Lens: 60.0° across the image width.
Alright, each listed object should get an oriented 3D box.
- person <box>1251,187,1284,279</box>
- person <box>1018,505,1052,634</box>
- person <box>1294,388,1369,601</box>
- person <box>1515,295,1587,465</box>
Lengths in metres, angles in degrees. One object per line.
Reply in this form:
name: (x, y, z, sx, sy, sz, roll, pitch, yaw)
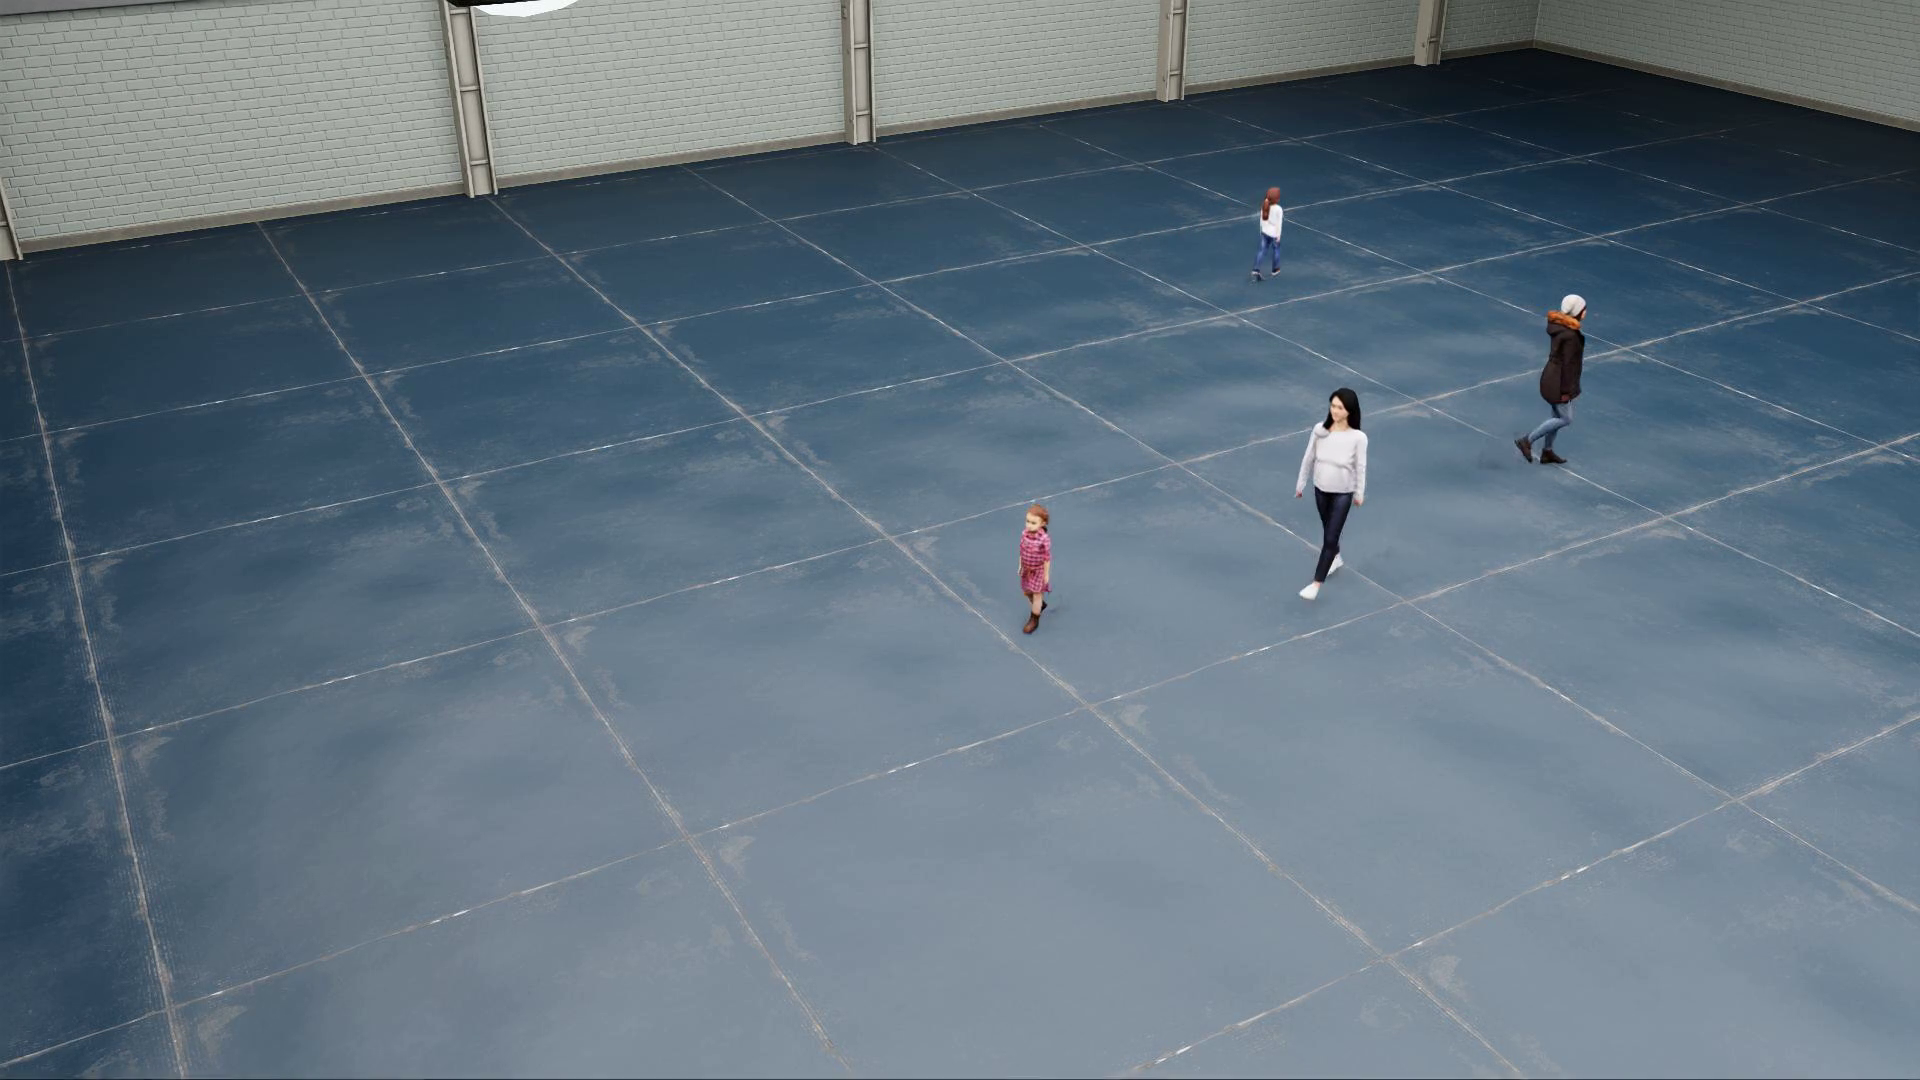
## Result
person: (3.684, -3.662, 19.878, 0.619, 1.092, 0.827, 20, 33, 33)
person: (0.588, 0.190, 12.475, 0.525, 1.020, 0.598, 20, 33, 33)
person: (2.943, -0.398, 12.926, 0.908, 1.653, 1.187, 20, 33, 34)
person: (5.319, -1.412, 14.928, 0.894, 1.624, 0.828, 3, 27, 7)
